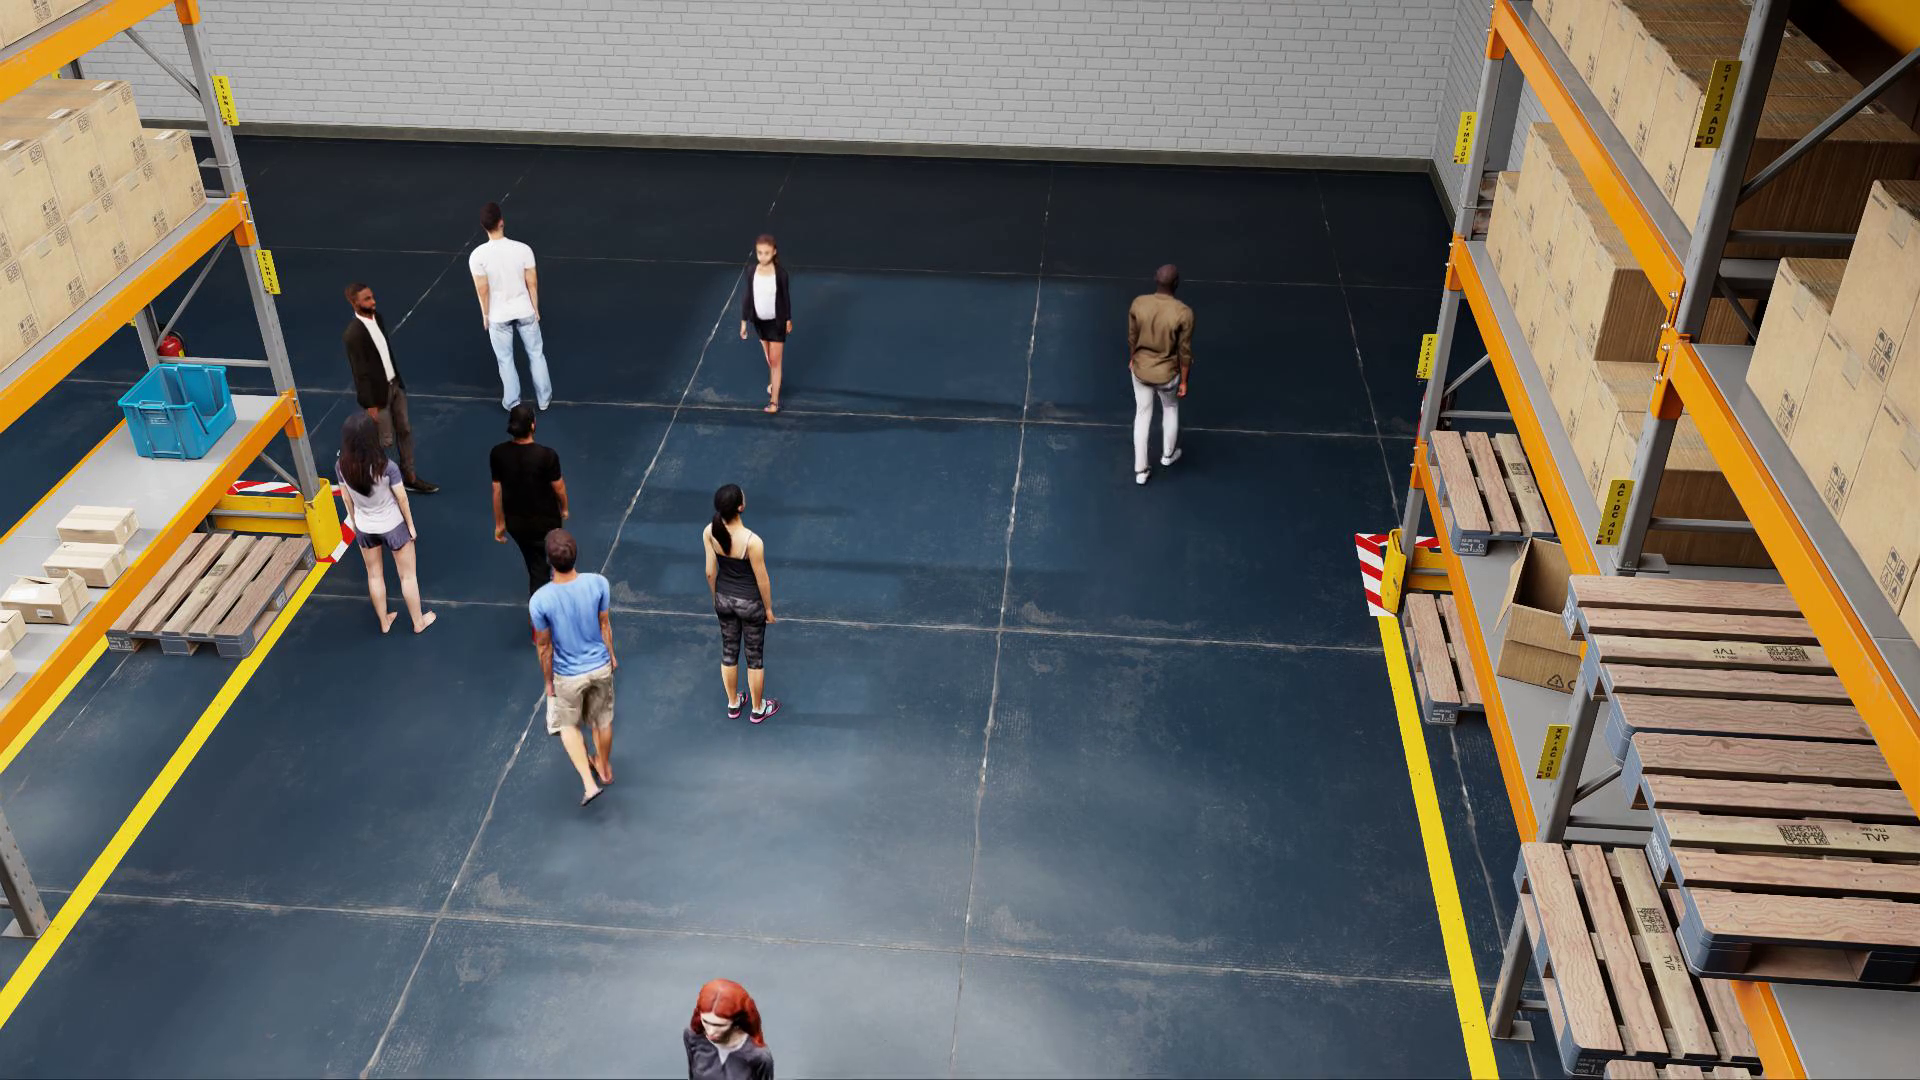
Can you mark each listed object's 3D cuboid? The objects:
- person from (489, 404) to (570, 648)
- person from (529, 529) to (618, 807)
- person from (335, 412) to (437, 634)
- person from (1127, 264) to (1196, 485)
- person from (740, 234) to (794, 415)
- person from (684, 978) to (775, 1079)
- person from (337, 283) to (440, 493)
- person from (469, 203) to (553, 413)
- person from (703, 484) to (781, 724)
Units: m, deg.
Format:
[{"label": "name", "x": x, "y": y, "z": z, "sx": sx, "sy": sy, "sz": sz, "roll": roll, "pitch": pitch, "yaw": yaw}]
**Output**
[{"label": "person", "x": -2.907, "y": -0.055, "z": 11.228, "sx": 0.682, "sy": 1.727, "sz": 1.016, "roll": 6, "pitch": 34, "yaw": 8}, {"label": "person", "x": -2.210, "y": 0.800, "z": 9.831, "sx": 0.894, "sy": 1.850, "sz": 1.008, "roll": -16, "pitch": 37, "yaw": -22}, {"label": "person", "x": -3.951, "y": -0.110, "z": 11.329, "sx": 0.587, "sy": 1.705, "sz": 0.499, "roll": 3, "pitch": 34, "yaw": 4}, {"label": "person", "x": 1.503, "y": -1.251, "z": 12.952, "sx": 0.877, "sy": 1.810, "sz": 0.946, "roll": 12, "pitch": 35, "yaw": 17}, {"label": "person", "x": -1.610, "y": -1.916, "z": 14.210, "sx": 0.648, "sy": 1.524, "sz": 0.996, "roll": 8, "pitch": 35, "yaw": 12}, {"label": "person", "x": -0.953, "y": 2.496, "z": 7.356, "sx": 0.692, "sy": 1.764, "sz": 0.734, "roll": 10, "pitch": 35, "yaw": 15}, {"label": "person", "x": -4.540, "y": -1.132, "z": 12.796, "sx": 0.809, "sy": 1.784, "sz": 0.964, "roll": 6, "pitch": 34, "yaw": 9}, {"label": "person", "x": -3.754, "y": -1.916, "z": 13.906, "sx": 0.758, "sy": 1.861, "sz": 0.738, "roll": -12, "pitch": 36, "yaw": -18}, {"label": "person", "x": -1.401, "y": 0.407, "z": 10.533, "sx": 0.633, "sy": 1.727, "sz": 0.620, "roll": 12, "pitch": 35, "yaw": 17}]
